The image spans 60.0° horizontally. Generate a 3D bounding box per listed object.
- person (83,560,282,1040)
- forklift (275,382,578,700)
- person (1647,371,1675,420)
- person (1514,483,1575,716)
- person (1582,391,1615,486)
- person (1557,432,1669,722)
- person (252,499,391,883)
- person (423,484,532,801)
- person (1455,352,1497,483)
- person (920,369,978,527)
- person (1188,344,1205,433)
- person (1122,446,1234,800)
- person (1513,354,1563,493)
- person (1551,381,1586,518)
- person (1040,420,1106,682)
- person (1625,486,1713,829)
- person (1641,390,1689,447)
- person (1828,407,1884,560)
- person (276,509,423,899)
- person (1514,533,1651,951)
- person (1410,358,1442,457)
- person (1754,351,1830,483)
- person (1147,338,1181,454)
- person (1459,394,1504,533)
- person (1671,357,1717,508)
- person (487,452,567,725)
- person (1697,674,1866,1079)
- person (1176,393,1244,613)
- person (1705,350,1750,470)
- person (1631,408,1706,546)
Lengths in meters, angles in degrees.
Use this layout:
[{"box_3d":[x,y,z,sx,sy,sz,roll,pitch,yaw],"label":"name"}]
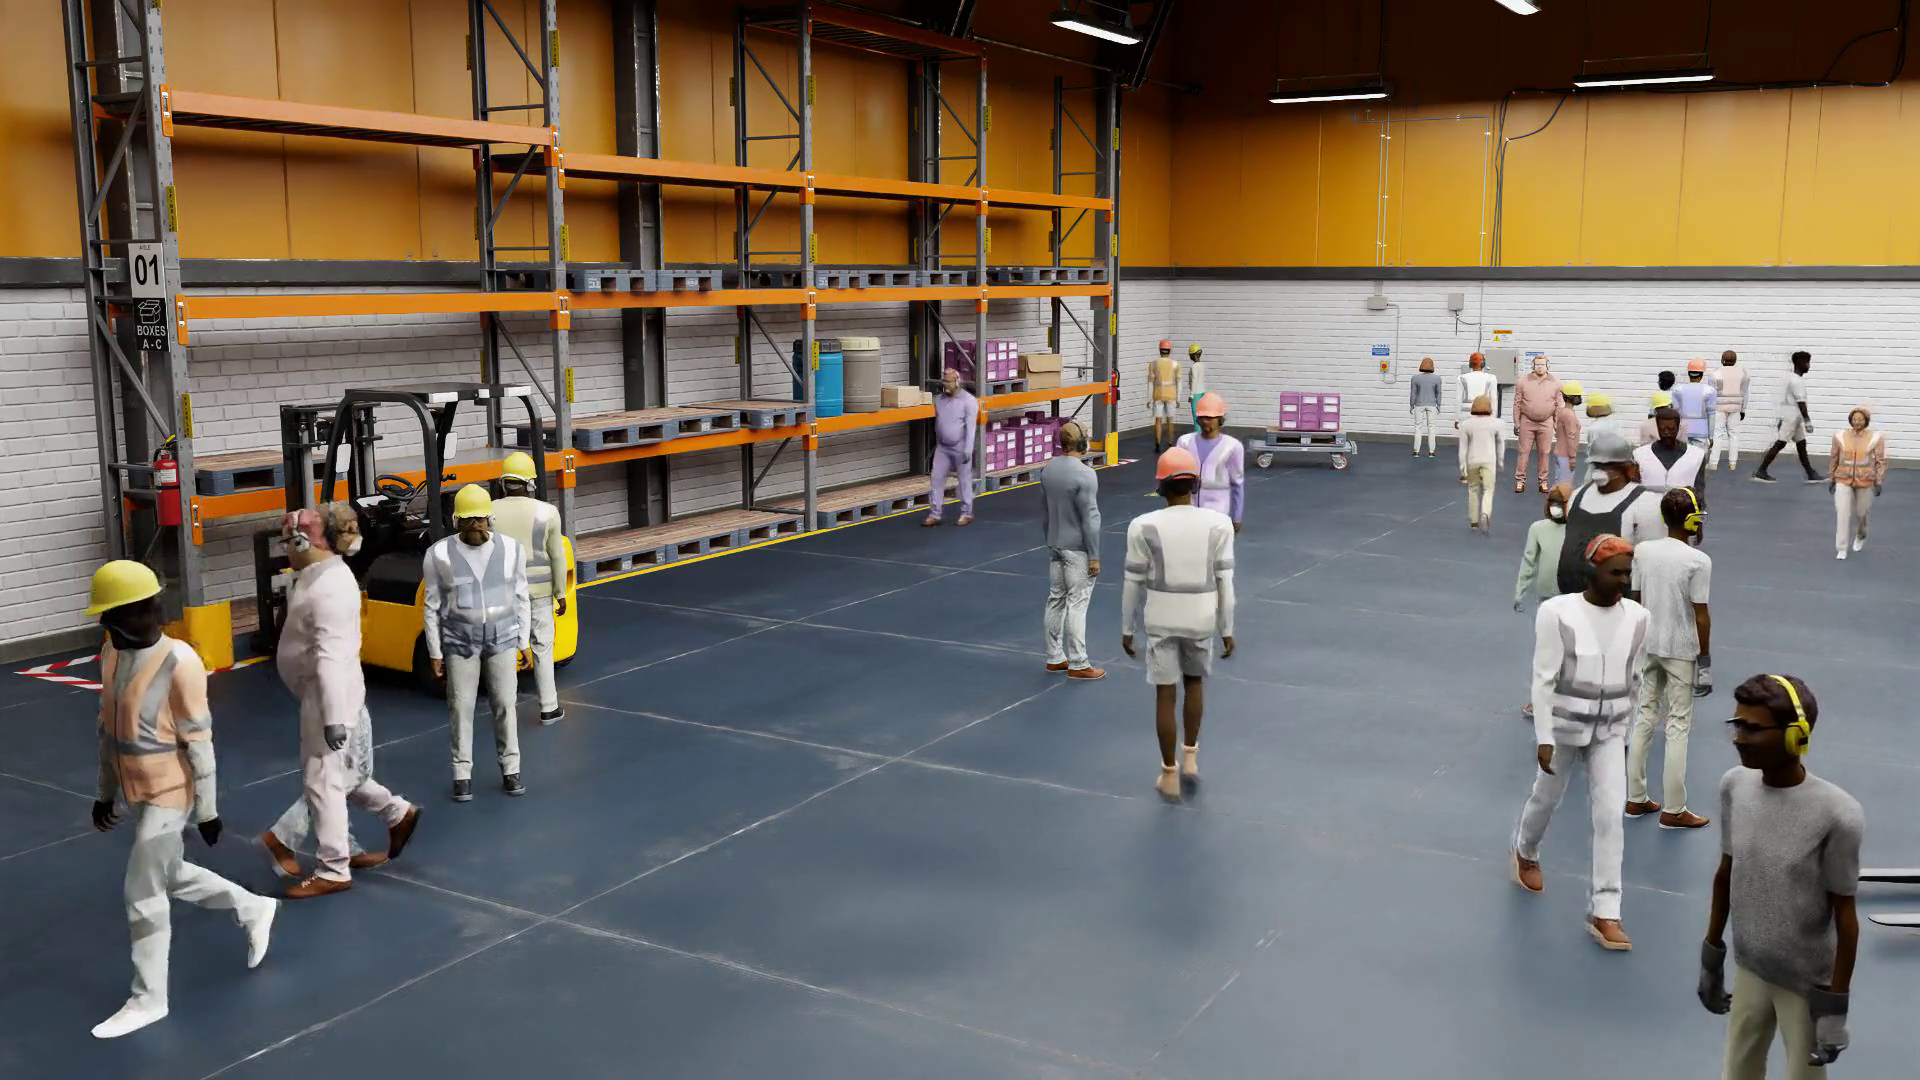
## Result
[{"box_3d":[-3.204,0.989,6.800,0.581,1.890,0.834,7,11,37],"label":"person"},{"box_3d":[-3.974,-0.067,12.417,2.313,2.155,1.214,5,11,30],"label":"forklift"},{"box_3d":[9.647,-1.497,22.957,0.551,1.670,0.708,-5,11,-30],"label":"person"},{"box_3d":[4.112,0.388,11.463,0.874,1.583,0.521,-8,12,-41],"label":"person"},{"box_3d":[7.138,-0.786,18.380,0.508,1.714,0.630,-8,12,-39],"label":"person"},{"box_3d":[4.141,0.294,10.644,0.698,2.000,0.692,-5,10,-28],"label":"person"},{"box_3d":[-3.162,0.758,8.149,0.574,1.919,0.626,-7,11,-36],"label":"person"},{"box_3d":[-2.750,0.584,9.514,0.591,1.826,0.403,-4,10,-23],"label":"person"},{"box_3d":[7.402,-1.750,23.886,0.573,1.885,0.356,3,9,16],"label":"person"},{"box_3d":[-0.125,-1.071,19.678,0.650,1.878,0.821,6,11,33],"label":"person"},{"box_3d":[4.170,-2.581,29.467,0.328,1.760,0.523,4,10,26],"label":"person"},{"box_3d":[1.244,0.465,9.626,0.631,2.019,0.618,0,9,-3],"label":"person"},{"box_3d":[7.914,-1.589,22.812,0.639,1.908,0.409,2,9,12],"label":"person"},{"box_3d":[7.078,-0.964,19.348,0.310,1.768,0.533,1,9,7],"label":"person"},{"box_3d":[0.835,0.076,12.318,0.367,1.940,0.634,-6,11,-31],"label":"person"},{"box_3d":[3.876,0.633,9.056,0.322,1.871,0.531,-5,10,-28],"label":"person"},{"box_3d":[7.807,-0.811,18.517,0.535,1.731,0.643,0,9,2],"label":"person"},{"box_3d":[9.530,-0.622,17.690,0.522,1.616,0.740,6,11,31],"label":"person"},{"box_3d":[-3.016,0.773,8.138,0.589,1.877,0.696,-3,10,-20],"label":"person"},{"box_3d":[2.879,0.863,7.734,0.580,1.845,0.970,0,9,-3],"label":"person"},{"box_3d":[7.643,-2.174,27.311,0.507,1.633,0.277,2,9,11],"label":"person"},{"box_3d":[11.943,-1.747,23.811,1.028,1.915,0.613,3,10,17],"label":"person"},{"box_3d":[3.413,-2.399,27.779,0.549,1.936,0.376,0,9,1],"label":"person"},{"box_3d":[6.070,-0.893,19.387,0.511,1.609,0.718,3,10,19],"label":"person"},{"box_3d":[9.401,-1.370,21.350,0.545,1.939,0.354,5,11,30],"label":"person"},{"box_3d":[-2.909,0.329,11.068,0.602,1.830,0.404,0,9,-2],"label":"person"},{"box_3d":[2.426,1.304,4.935,0.364,1.860,0.513,-3,10,-19],"label":"person"},{"box_3d":[2.153,-0.280,14.401,0.612,1.999,1.052,6,11,33],"label":"person"},{"box_3d":[11.739,-1.988,25.507,0.626,1.844,0.429,1,9,4],"label":"person"},{"box_3d":[5.849,-0.148,13.835,0.615,1.899,0.464,4,10,23],"label":"person"}]
